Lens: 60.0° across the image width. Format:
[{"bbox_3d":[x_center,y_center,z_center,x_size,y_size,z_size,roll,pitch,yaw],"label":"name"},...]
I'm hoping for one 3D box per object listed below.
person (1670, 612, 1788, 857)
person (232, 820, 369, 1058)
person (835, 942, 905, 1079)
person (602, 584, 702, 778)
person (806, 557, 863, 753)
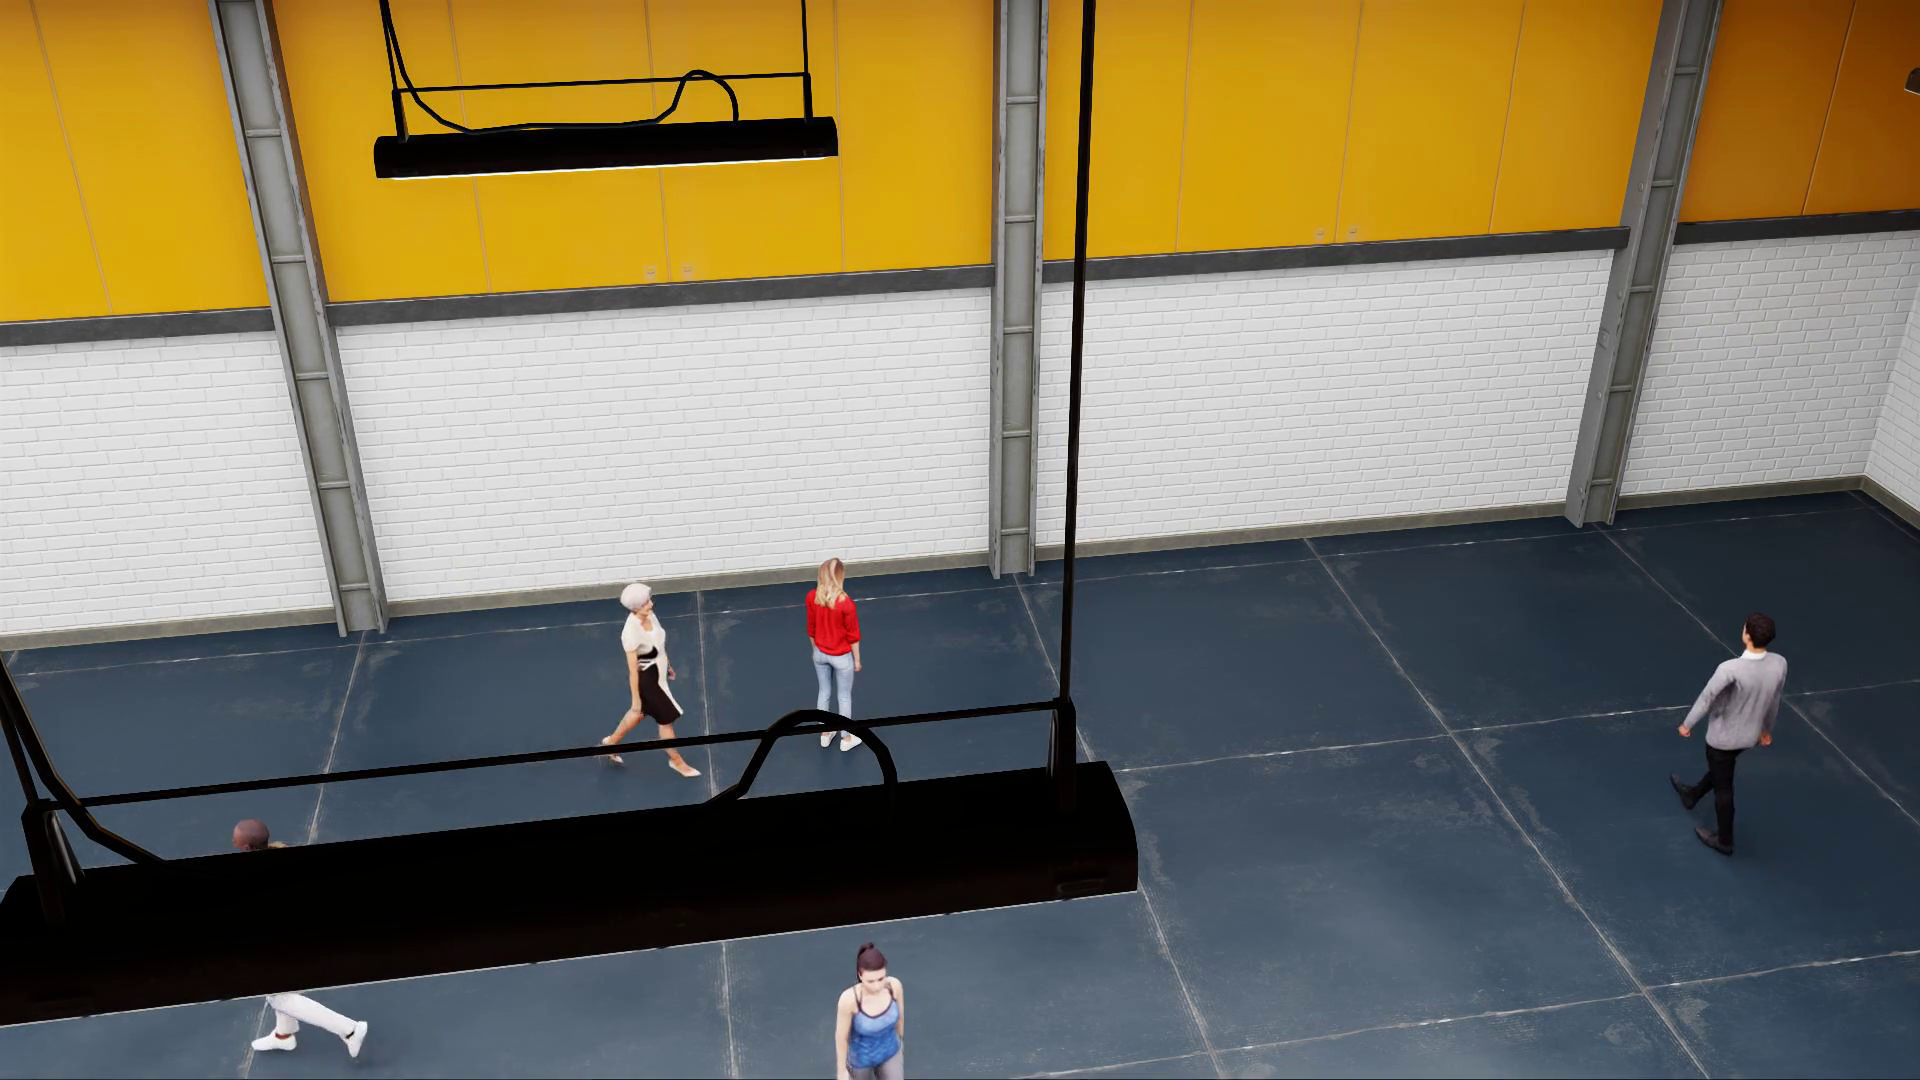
[{"bbox_3d":[5.614,1.441,11.942,1.066,1.890,0.924,-10,30,-18],"label":"person"},{"bbox_3d":[-4.090,2.475,10.140,1.052,1.801,0.784,-1,29,-2],"label":"person"},{"bbox_3d":[-0.524,2.919,9.555,1.024,1.582,0.812,-14,31,-23],"label":"person"},{"bbox_3d":[-2.472,1.089,12.764,1.112,1.721,0.786,1,29,2],"label":"person"},{"bbox_3d":[-0.995,0.904,13.120,0.639,1.705,0.747,12,31,21],"label":"person"}]
